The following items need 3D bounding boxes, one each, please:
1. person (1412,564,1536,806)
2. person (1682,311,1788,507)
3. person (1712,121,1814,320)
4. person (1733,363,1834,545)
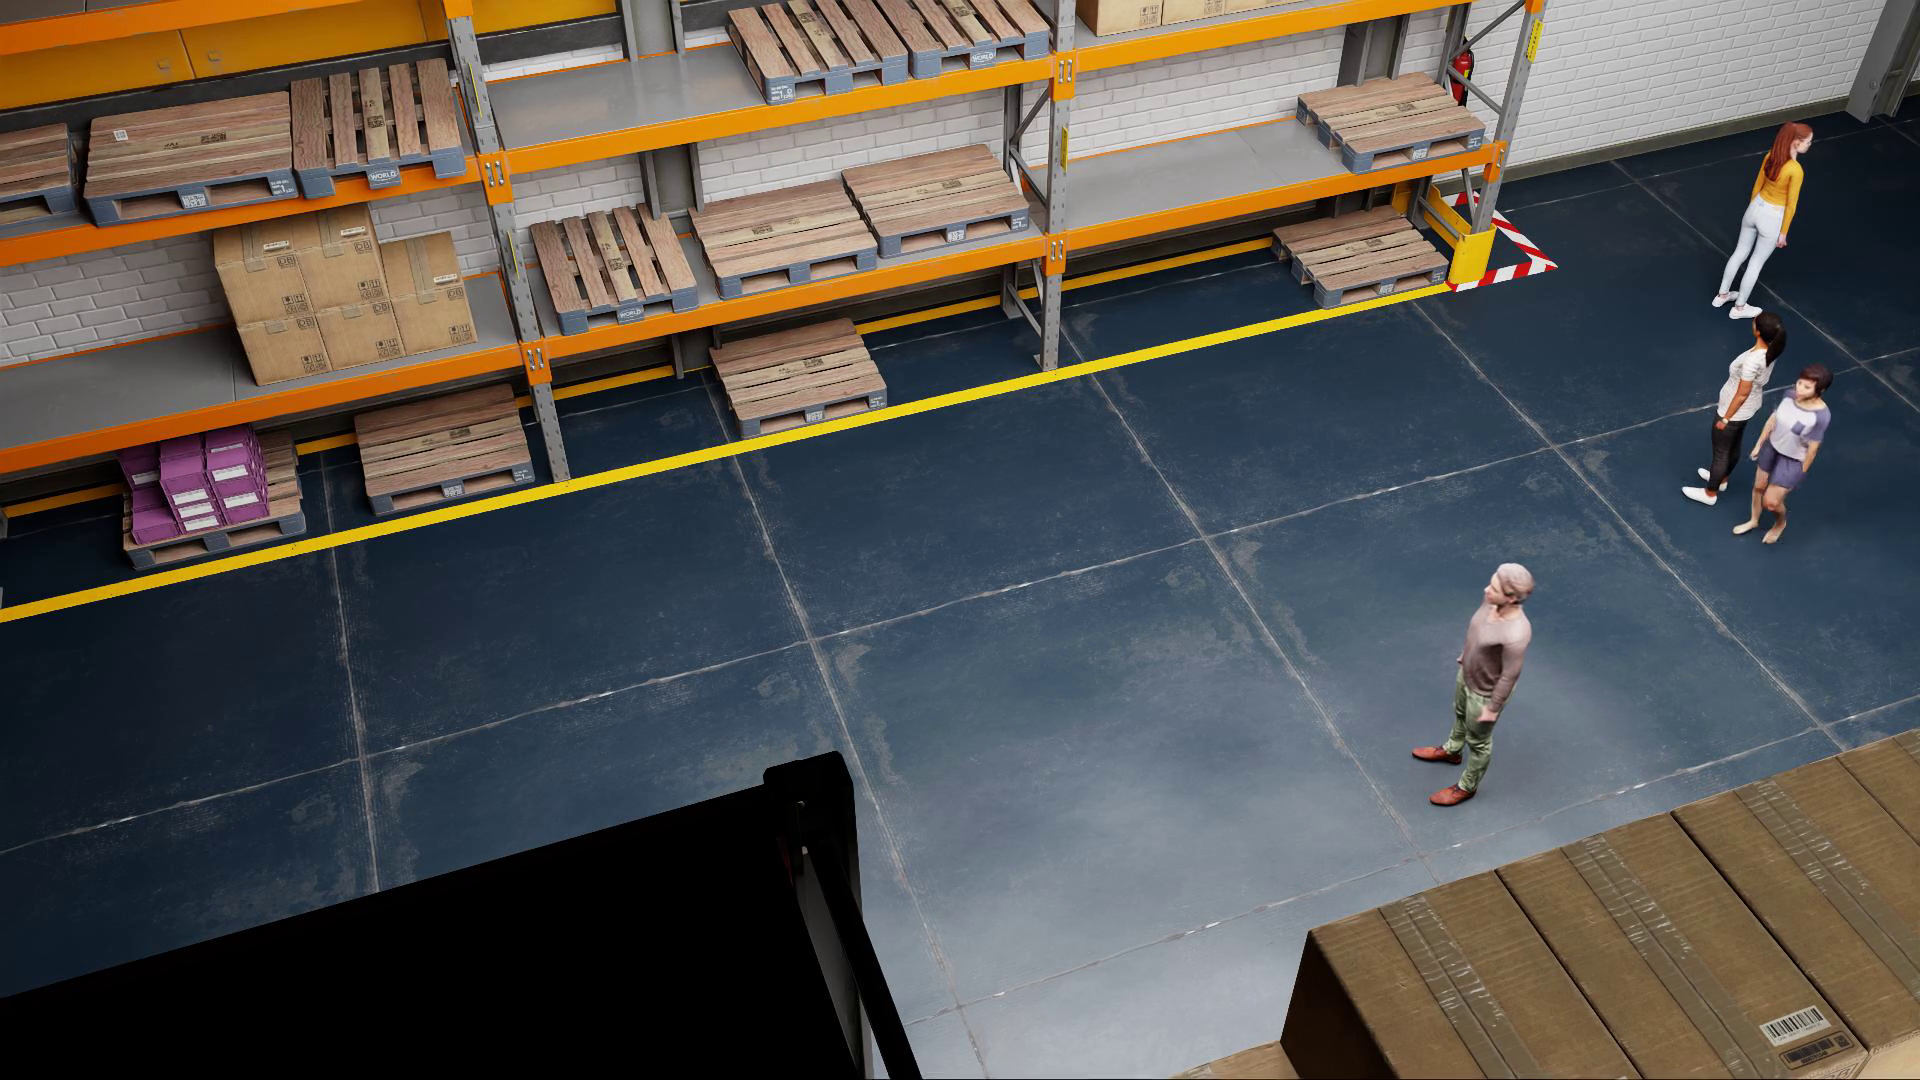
[{"bbox_3d":[3.122,0.843,9.911,0.684,1.873,0.744,-3,44,-4],"label":"person"},{"bbox_3d":[5.609,-0.955,11.965,0.695,1.643,0.574,34,53,31],"label":"person"},{"bbox_3d":[6.597,-2.622,13.638,0.510,1.749,0.589,-15,46,-15],"label":"person"},{"bbox_3d":[5.860,-0.626,11.686,0.558,1.551,0.572,-16,46,-16],"label":"person"}]
